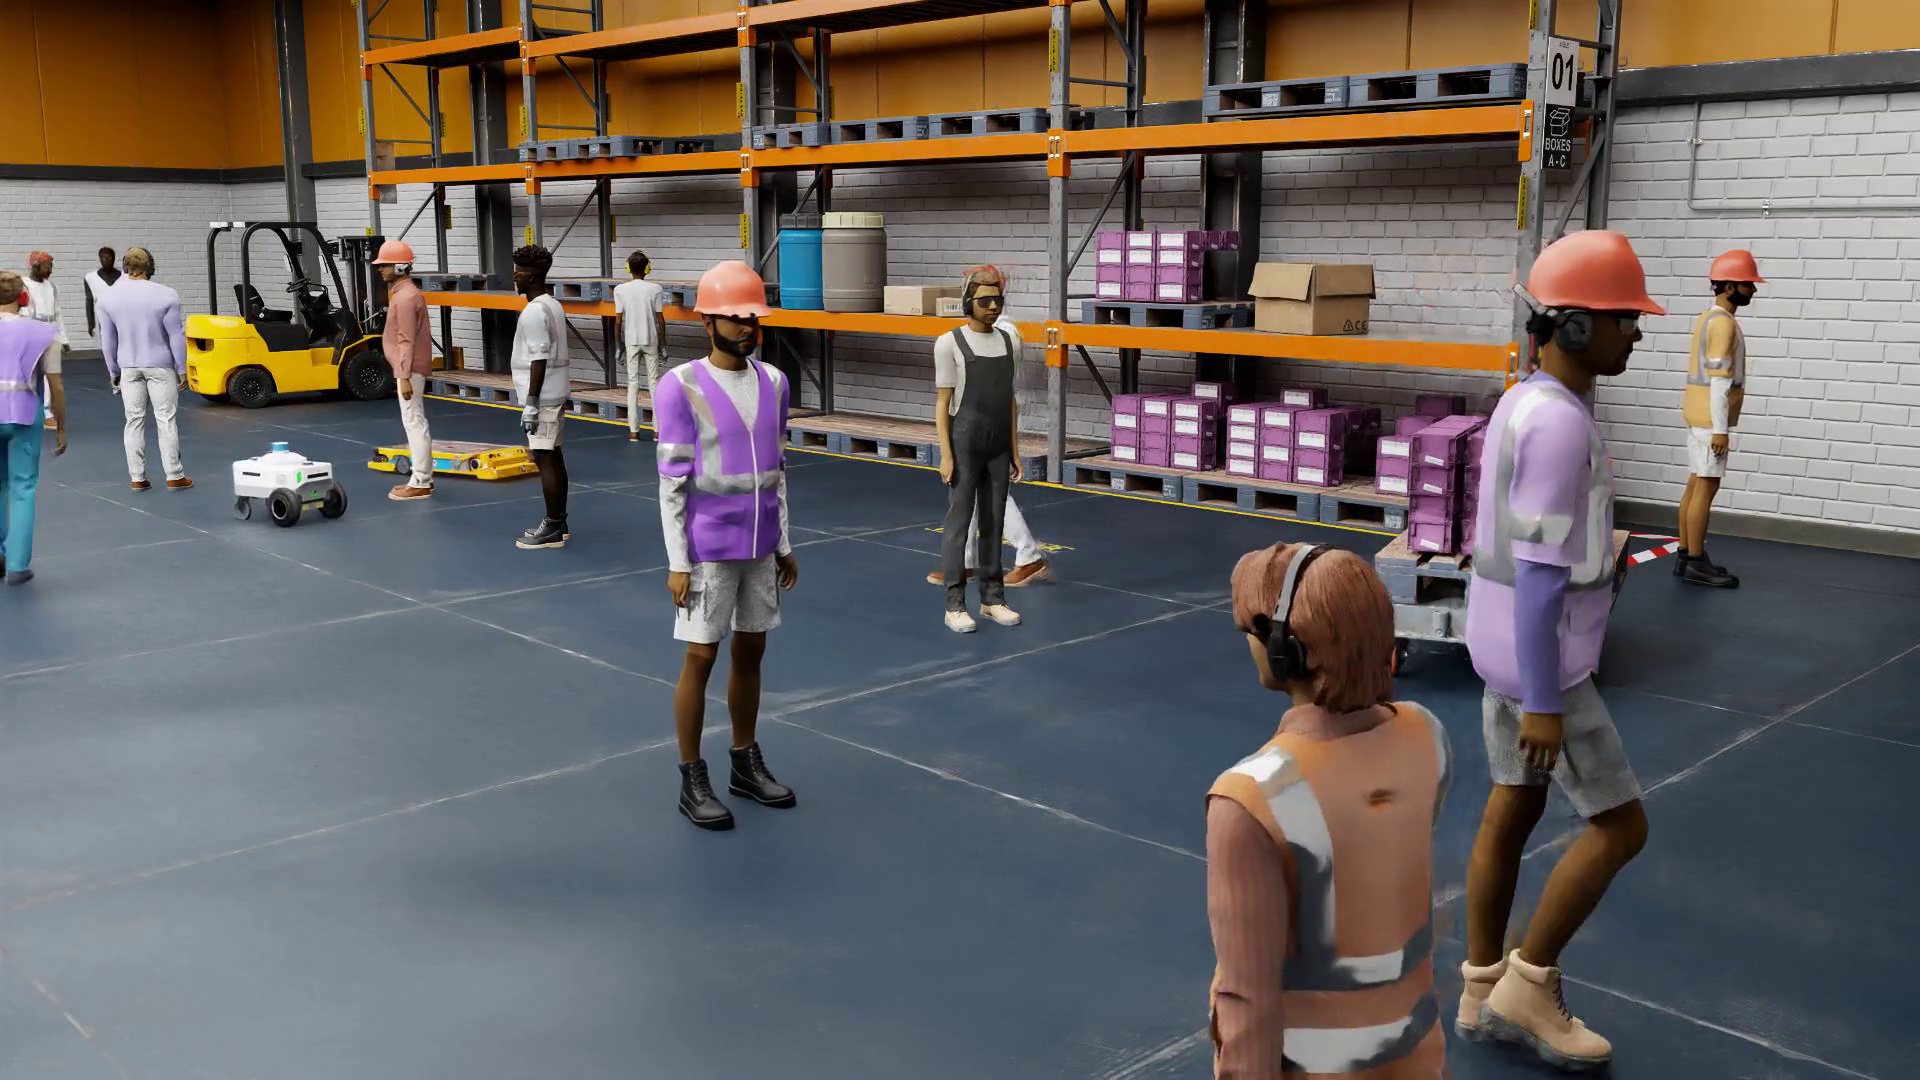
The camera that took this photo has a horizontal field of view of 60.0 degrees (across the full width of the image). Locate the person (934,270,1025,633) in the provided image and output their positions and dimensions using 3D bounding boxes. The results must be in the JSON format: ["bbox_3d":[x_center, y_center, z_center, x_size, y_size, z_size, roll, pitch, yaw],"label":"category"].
[{"bbox_3d":[0.109,-0.455,8.557,0.508,1.846,0.345,-7,13,-34],"label":"person"}]

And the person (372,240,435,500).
[{"bbox_3d":[-4.259,-1.298,12.788,0.399,1.990,0.617,-3,11,-15],"label":"person"}]

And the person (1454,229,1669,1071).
[{"bbox_3d":[1.478,0.287,4.002,0.524,2.029,0.635,2,11,12],"label":"person"}]

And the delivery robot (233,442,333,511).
[{"bbox_3d":[-4.808,-0.452,11.807,0.707,0.478,0.477,5,12,27],"label":"delivery robot"}]

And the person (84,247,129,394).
[{"bbox_3d":[-10.946,-2.839,21.503,0.602,1.874,1.026,-6,12,-30],"label":"person"}]

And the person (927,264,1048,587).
[{"bbox_3d":[0.190,-0.632,9.493,0.651,1.862,0.590,-4,11,-22],"label":"person"}]

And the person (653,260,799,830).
[{"bbox_3d":[-0.775,0.015,5.742,0.379,1.937,0.548,10,14,43],"label":"person"}]

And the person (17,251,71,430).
[{"bbox_3d":[-9.610,-2.087,17.422,0.641,1.855,0.621,3,11,15],"label":"person"}]

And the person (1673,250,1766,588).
[{"bbox_3d":[4.401,-0.702,9.653,0.379,1.938,0.547,3,11,16],"label":"person"}]

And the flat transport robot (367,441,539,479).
[{"bbox_3d":[-4.279,-0.697,14.172,1.431,0.197,0.652,5,12,26],"label":"flat transport robot"}]

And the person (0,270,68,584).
[{"bbox_3d":[-5.543,-0.653,9.701,0.609,1.816,0.481,-4,11,-19],"label":"person"}]

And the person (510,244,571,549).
[{"bbox_3d":[-2.727,-0.930,10.818,0.367,1.966,0.607,-1,10,-3],"label":"person"}]

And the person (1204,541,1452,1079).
[{"bbox_3d":[0.549,0.790,2.471,0.515,1.594,0.873,-7,13,-34],"label":"person"}]

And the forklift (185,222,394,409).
[{"bbox_3d":[-8.169,-2.758,20.163,2.313,2.155,1.214,-10,14,-44],"label":"forklift"}]

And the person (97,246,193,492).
[{"bbox_3d":[-6.409,-1.337,13.116,0.629,1.940,0.372,-1,10,-7],"label":"person"}]

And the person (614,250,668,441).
[{"bbox_3d":[-3.139,-1.905,16.401,0.517,1.871,0.328,-1,10,-5],"label":"person"}]
